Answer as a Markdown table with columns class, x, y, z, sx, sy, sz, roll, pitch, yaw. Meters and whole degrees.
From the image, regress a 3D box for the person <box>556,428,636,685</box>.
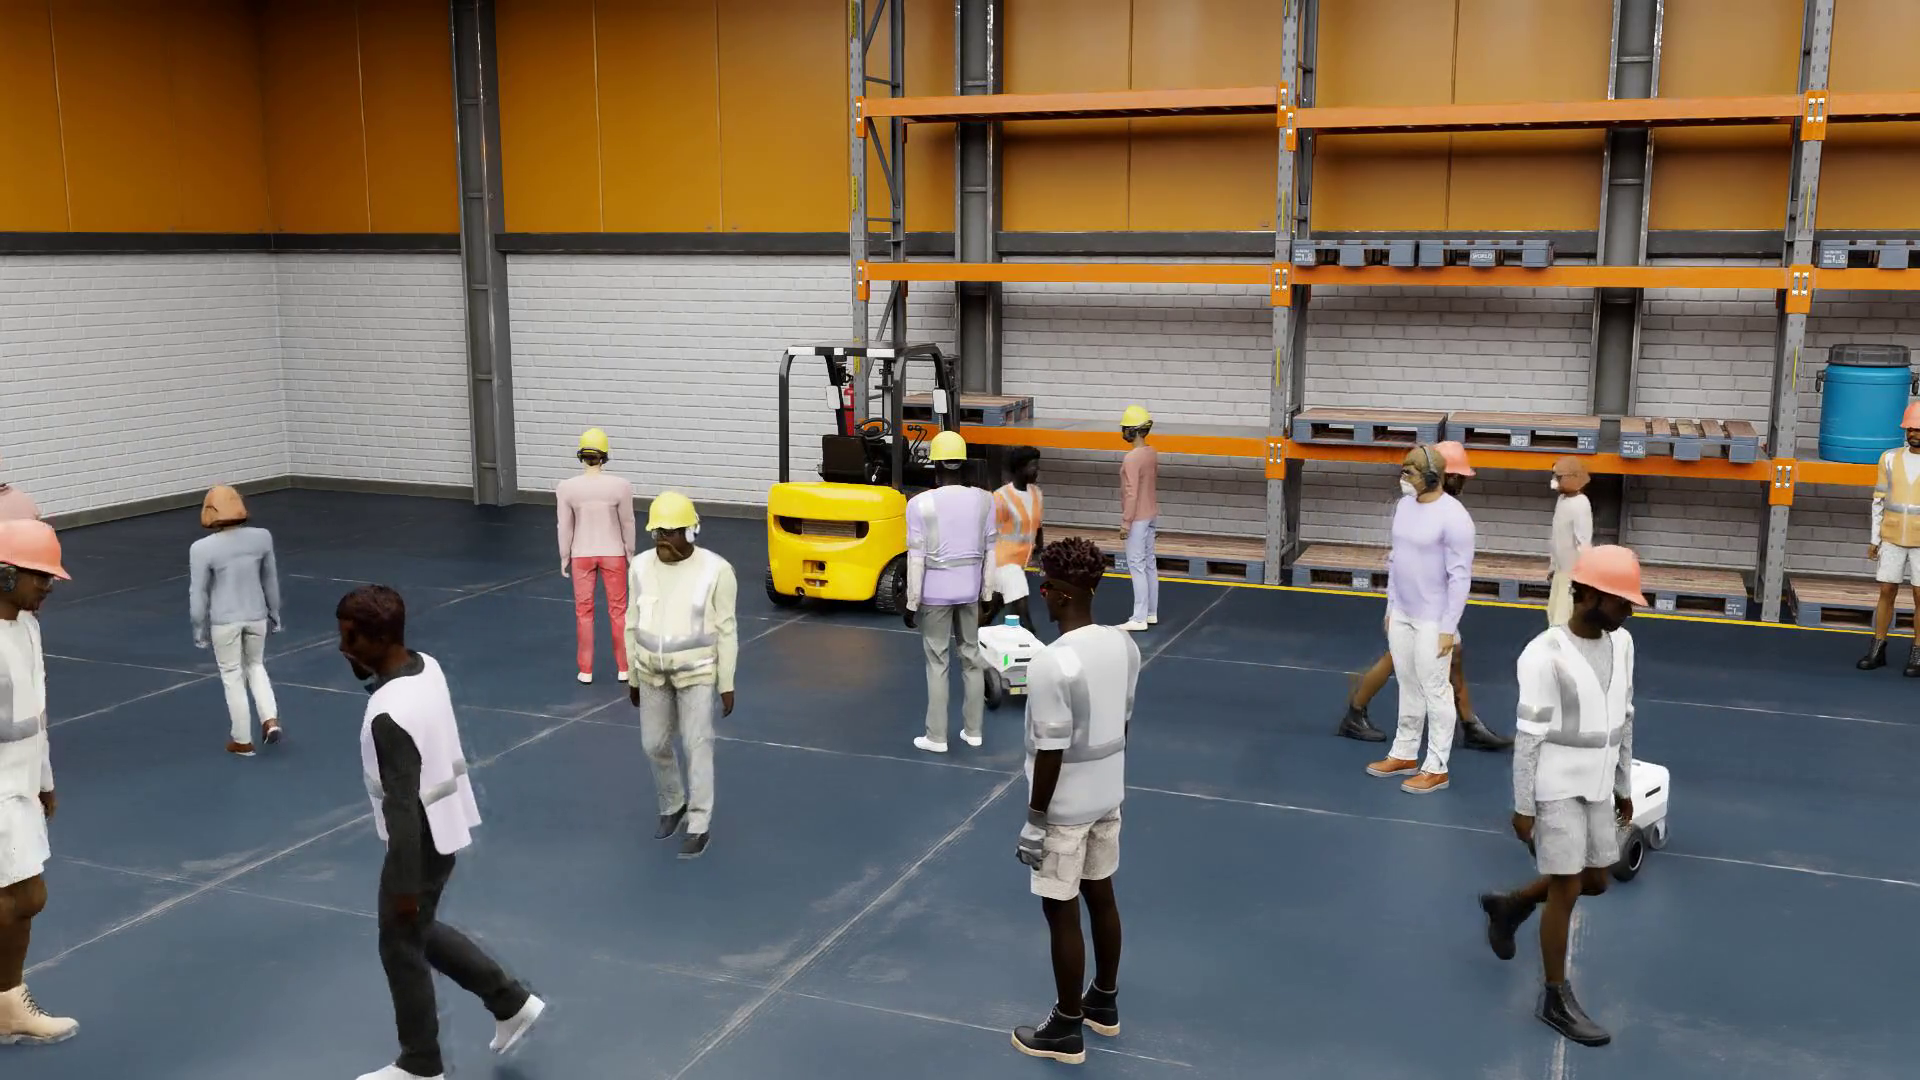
| class | x | y | z | sx | sy | sz | roll | pitch | yaw |
| --- | --- | --- | --- | --- | --- | --- | --- | --- | --- |
| person | -2.488 | 0.118 | 11.428 | 0.523 | 1.769 | 0.323 | -1 | 10 | -7 |

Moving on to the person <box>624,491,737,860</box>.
| class | x | y | z | sx | sy | sz | roll | pitch | yaw |
| --- | --- | --- | --- | --- | --- | --- | --- | --- | --- |
| person | -1.401 | 0.654 | 8.286 | 0.602 | 1.832 | 0.412 | 3 | 11 | 15 |

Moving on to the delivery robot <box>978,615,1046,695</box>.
| class | x | y | z | sx | sy | sz | roll | pitch | yaw |
| --- | --- | --- | --- | --- | --- | --- | --- | --- | --- |
| delivery robot | 0.345 | 0.743 | 11.059 | 0.477 | 0.478 | 0.707 | -3 | 11 | -15 |

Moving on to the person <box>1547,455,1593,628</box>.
| class | x | y | z | sx | sy | sz | roll | pitch | yaw |
| --- | --- | --- | --- | --- | --- | --- | --- | --- | --- |
| person | 4.203 | 0.221 | 11.274 | 0.504 | 1.615 | 0.528 | 1 | 10 | 6 |

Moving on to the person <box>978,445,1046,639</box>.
| class | x | y | z | sx | sy | sz | roll | pitch | yaw |
| --- | --- | --- | --- | --- | --- | --- | --- | --- | --- |
| person | 0.366 | 0.132 | 11.739 | 0.917 | 1.644 | 0.535 | 7 | 12 | 34 |

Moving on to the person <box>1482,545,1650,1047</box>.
| class | x | y | z | sx | sy | sz | roll | pitch | yaw |
| --- | --- | --- | --- | --- | --- | --- | --- | --- | --- |
| person | 2.343 | 0.935 | 6.507 | 0.557 | 1.908 | 0.730 | -5 | 11 | -26 |

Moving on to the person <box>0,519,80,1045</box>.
| class | x | y | z | sx | sy | sz | roll | pitch | yaw |
| --- | --- | --- | --- | --- | --- | --- | --- | --- | --- |
| person | -3.592 | 0.933 | 6.217 | 0.577 | 2.001 | 0.697 | -1 | 10 | -7 |

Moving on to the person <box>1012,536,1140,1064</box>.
| class | x | y | z | sx | sy | sz | roll | pitch | yaw |
| --- | --- | --- | --- | --- | --- | --- | --- | --- | --- |
| person | 0.421 | 0.957 | 6.194 | 0.361 | 1.964 | 0.615 | 8 | 13 | 36 |

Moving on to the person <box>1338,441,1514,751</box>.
| class | x | y | z | sx | sy | sz | roll | pitch | yaw |
| --- | --- | --- | --- | --- | --- | --- | --- | --- | --- |
| person | 2.778 | 0.335 | 9.942 | 1.030 | 1.879 | 0.548 | 6 | 12 | 30 |

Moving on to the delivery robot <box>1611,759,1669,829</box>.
| class | x | y | z | sx | sy | sz | roll | pitch | yaw |
| --- | --- | --- | --- | --- | --- | --- | --- | --- | --- |
| delivery robot | 3.197 | 1.258 | 8.191 | 0.707 | 0.478 | 0.477 | -10 | 14 | -44 |

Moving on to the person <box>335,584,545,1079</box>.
| class | x | y | z | sx | sy | sz | roll | pitch | yaw |
| --- | --- | --- | --- | --- | --- | --- | --- | --- | --- |
| person | -1.852 | 1.061 | 5.826 | 0.559 | 1.890 | 0.639 | -1 | 10 | -6 |

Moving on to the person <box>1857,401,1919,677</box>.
| class | x | y | z | sx | sy | sz | roll | pitch | yaw |
| --- | --- | --- | --- | --- | --- | --- | --- | --- | --- |
| person | 6.657 | -0.008 | 11.647 | 0.374 | 1.939 | 0.545 | -9 | 14 | -41 |

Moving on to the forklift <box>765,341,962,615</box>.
| class | x | y | z | sx | sy | sz | roll | pitch | yaw |
| --- | --- | --- | --- | --- | --- | --- | --- | --- | --- |
| forklift | -0.739 | -0.602 | 14.246 | 1.214 | 2.155 | 2.313 | 4 | 11 | 21 |

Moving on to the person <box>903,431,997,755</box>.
| class | x | y | z | sx | sy | sz | roll | pitch | yaw |
| --- | --- | --- | --- | --- | --- | --- | --- | --- | --- |
| person | -0.069 | 0.313 | 9.892 | 0.595 | 1.925 | 0.370 | -5 | 11 | -27 |

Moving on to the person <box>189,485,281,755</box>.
| class | x | y | z | sx | sy | sz | roll | pitch | yaw |
| --- | --- | --- | --- | --- | --- | --- | --- | --- | --- |
| person | -4.268 | 0.478 | 9.806 | 0.344 | 1.620 | 0.528 | 8 | 13 | 38 |

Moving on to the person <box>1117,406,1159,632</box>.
| class | x | y | z | sx | sy | sz | roll | pitch | yaw |
| --- | --- | --- | --- | --- | --- | --- | --- | --- | --- |
| person | 1.371 | -0.166 | 13.009 | 0.327 | 1.767 | 0.533 | 5 | 11 | 27 |

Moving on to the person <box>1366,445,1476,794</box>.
| class | x | y | z | sx | sy | sz | roll | pitch | yaw |
| --- | --- | --- | --- | --- | --- | --- | --- | --- | --- |
| person | 2.564 | 0.431 | 9.218 | 0.371 | 1.935 | 0.627 | -4 | 11 | -19 |

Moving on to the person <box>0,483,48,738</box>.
| class | x | y | z | sx | sy | sz | roll | pitch | yaw |
| --- | --- | --- | --- | --- | --- | --- | --- | --- | --- |
| person | -5.516 | 0.398 | 9.475 | 0.409 | 1.906 | 0.652 | 1 | 10 | 6 |
